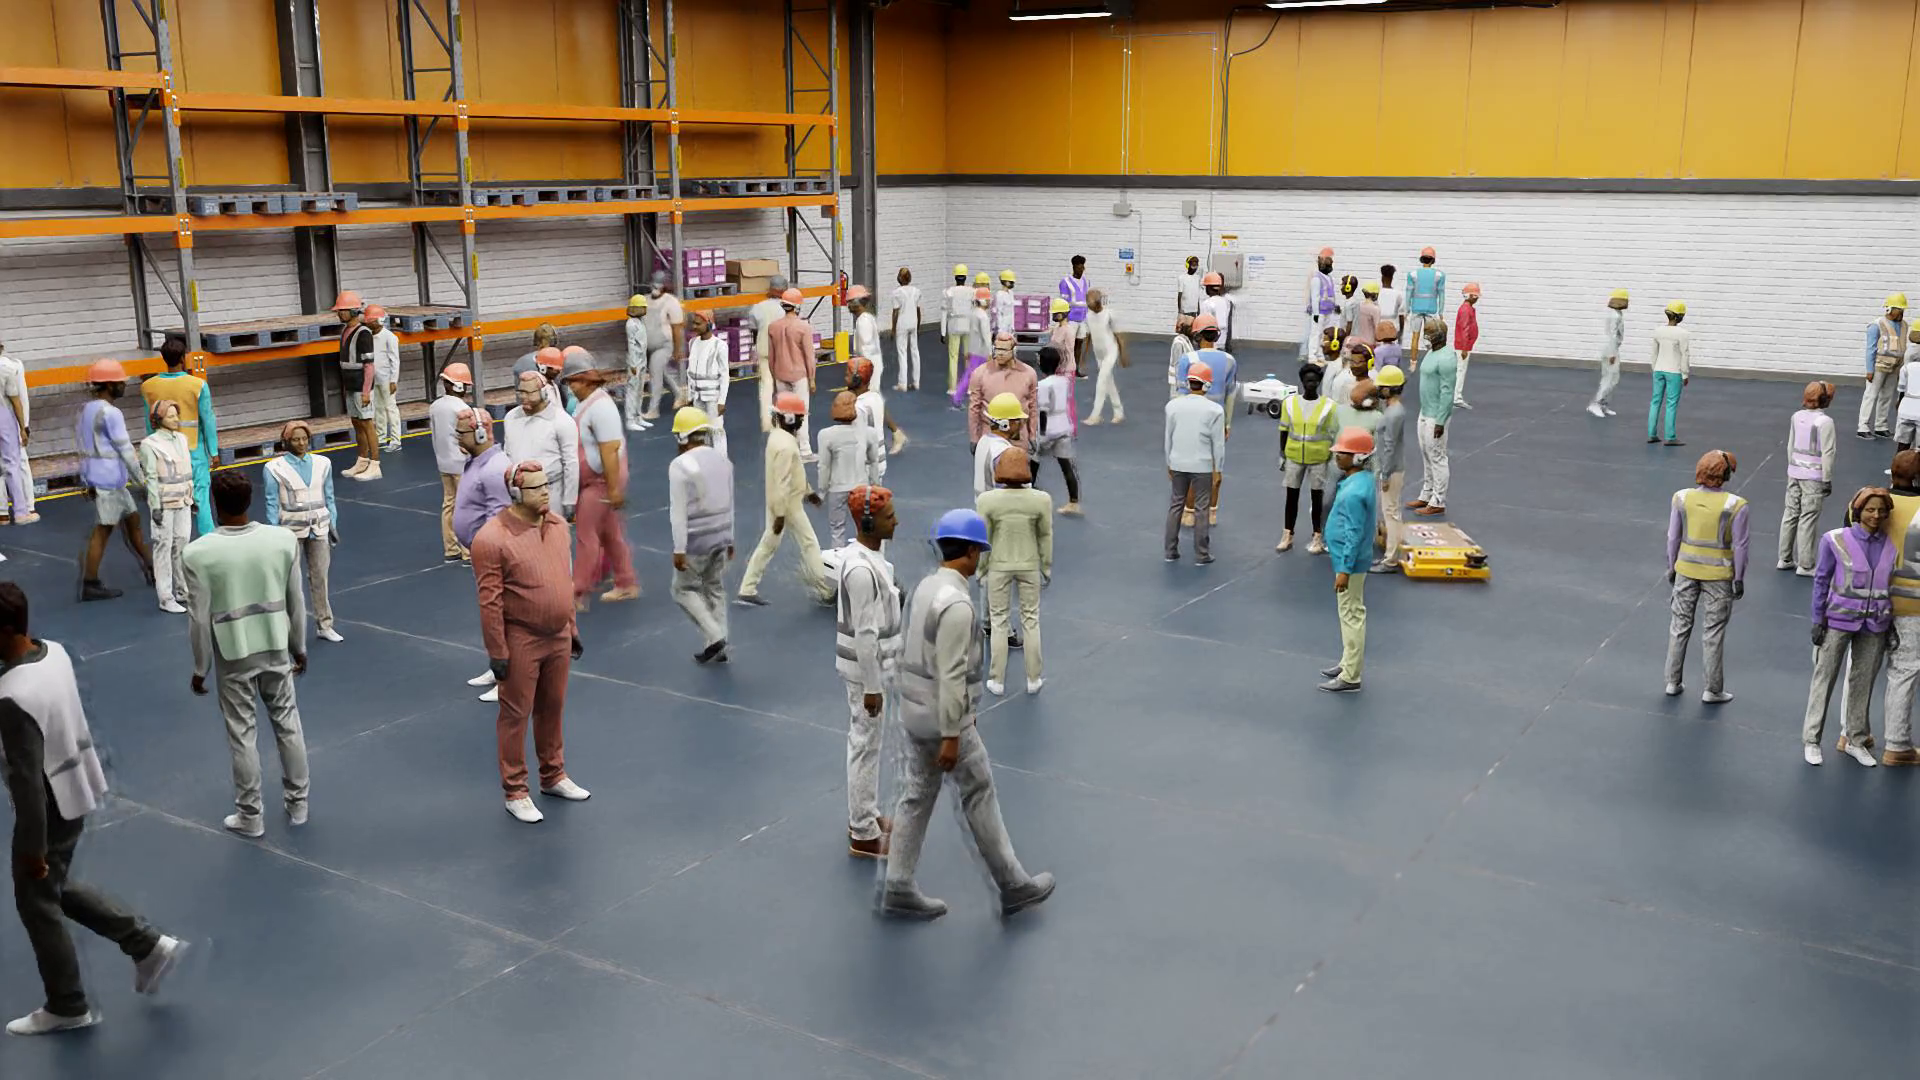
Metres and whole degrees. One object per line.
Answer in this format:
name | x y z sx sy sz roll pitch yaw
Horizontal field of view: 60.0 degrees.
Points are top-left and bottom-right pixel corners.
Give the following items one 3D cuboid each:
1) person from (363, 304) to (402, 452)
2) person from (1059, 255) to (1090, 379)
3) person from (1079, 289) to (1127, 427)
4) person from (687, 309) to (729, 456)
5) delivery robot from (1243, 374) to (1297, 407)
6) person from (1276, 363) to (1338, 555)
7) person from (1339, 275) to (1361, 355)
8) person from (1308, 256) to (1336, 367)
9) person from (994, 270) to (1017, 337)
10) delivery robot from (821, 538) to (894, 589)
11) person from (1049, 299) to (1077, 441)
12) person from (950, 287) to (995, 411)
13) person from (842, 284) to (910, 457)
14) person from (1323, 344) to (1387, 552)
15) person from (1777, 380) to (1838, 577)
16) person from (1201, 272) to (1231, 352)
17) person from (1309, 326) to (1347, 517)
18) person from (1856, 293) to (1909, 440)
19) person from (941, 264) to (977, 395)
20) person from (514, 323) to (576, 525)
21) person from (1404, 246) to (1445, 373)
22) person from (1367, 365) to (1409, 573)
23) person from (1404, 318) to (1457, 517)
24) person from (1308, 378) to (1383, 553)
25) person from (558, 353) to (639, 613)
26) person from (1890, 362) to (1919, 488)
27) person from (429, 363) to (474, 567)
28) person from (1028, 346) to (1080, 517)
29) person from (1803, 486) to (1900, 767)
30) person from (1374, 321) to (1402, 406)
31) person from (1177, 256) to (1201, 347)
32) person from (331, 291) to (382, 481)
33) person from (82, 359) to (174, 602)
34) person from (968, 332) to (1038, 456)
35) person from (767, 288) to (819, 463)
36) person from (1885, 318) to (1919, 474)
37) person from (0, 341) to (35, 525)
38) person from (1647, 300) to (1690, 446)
person | -6.906 -1.929 19.803 0.560 1.752 0.324 8 15 31
person | 1.819 -3.490 26.108 0.613 1.962 0.365 -11 17 -39
person | 1.832 -2.359 21.606 0.893 1.777 0.522 -10 16 -38
person | -2.697 -1.513 17.715 0.574 1.883 0.356 10 16 37
delivery robot | 4.198 -2.003 22.543 0.707 0.478 0.477 11 17 41
person | 3.062 -0.716 14.657 0.537 1.698 0.321 6 14 25
person | 5.331 -2.710 22.937 0.329 1.872 0.508 5 14 22
person | 6.050 -3.816 27.817 0.429 1.835 0.629 9 16 33
person | 0.695 -3.288 25.706 0.382 1.755 0.524 6 14 23
delivery robot | -0.813 0.232 12.851 0.477 0.478 0.707 -8 15 -31
person | 1.251 -2.092 20.508 0.349 1.759 0.522 -5 14 -19
person | 0.264 -2.627 22.944 0.909 1.706 0.587 -3 13 -12
person | -1.011 -1.970 19.447 0.728 2.016 0.658 -1 13 -4
person | 3.483 -0.785 14.586 0.328 1.872 0.514 -11 17 -40
person | 7.099 -0.513 13.907 0.310 1.642 0.514 -2 13 -8
person | 3.411 -2.663 22.585 0.373 1.934 0.552 12 18 43
person | 3.585 -1.125 16.057 0.326 1.874 0.519 2 13 10
person | 11.459 -2.141 20.584 0.591 1.823 0.405 -5 14 -19
person | 0.001 -3.088 24.482 0.589 1.920 0.398 -3 13 -11
person | -3.877 -1.080 15.725 0.632 1.936 0.368 4 13 15
person | 7.528 -3.727 26.966 0.616 2.041 0.379 3 13 14
person | 3.600 -0.590 13.988 0.340 1.757 0.536 5 14 19
person | 4.619 -1.196 16.226 0.362 1.934 0.636 0 13 -1
person | 3.392 -0.620 14.454 0.593 1.595 0.314 6 14 24
person | -2.895 -0.480 12.886 0.819 2.000 0.753 -5 14 -19
person | 9.826 -1.251 17.007 0.320 1.685 0.542 -7 15 -28
person | -4.278 -0.645 14.250 0.573 1.742 0.337 11 17 39
person | 0.831 -1.064 16.259 0.876 1.644 0.552 9 16 35
person | 5.134 0.494 9.543 0.511 1.640 0.308 1 13 4
person | 4.851 -1.688 19.020 0.508 1.632 0.264 -12 18 -42
person | 3.807 -3.770 27.549 0.510 1.865 0.329 -10 16 -36
person | -6.546 -1.663 18.017 0.375 2.043 0.611 -12 17 -41
person | -6.647 -0.491 13.254 0.942 1.895 0.555 -11 17 -39
person | 0.402 -0.943 15.193 0.651 1.904 0.403 -2 13 -8
person | -1.909 -1.875 19.041 0.608 1.995 0.377 6 14 25
person | 10.494 -1.571 18.271 0.487 1.746 0.289 -5 14 -22
person | -9.162 -1.085 15.856 0.357 1.883 0.573 10 16 37
person | 8.628 -2.029 20.211 0.308 1.769 0.524 -7 15 -27
